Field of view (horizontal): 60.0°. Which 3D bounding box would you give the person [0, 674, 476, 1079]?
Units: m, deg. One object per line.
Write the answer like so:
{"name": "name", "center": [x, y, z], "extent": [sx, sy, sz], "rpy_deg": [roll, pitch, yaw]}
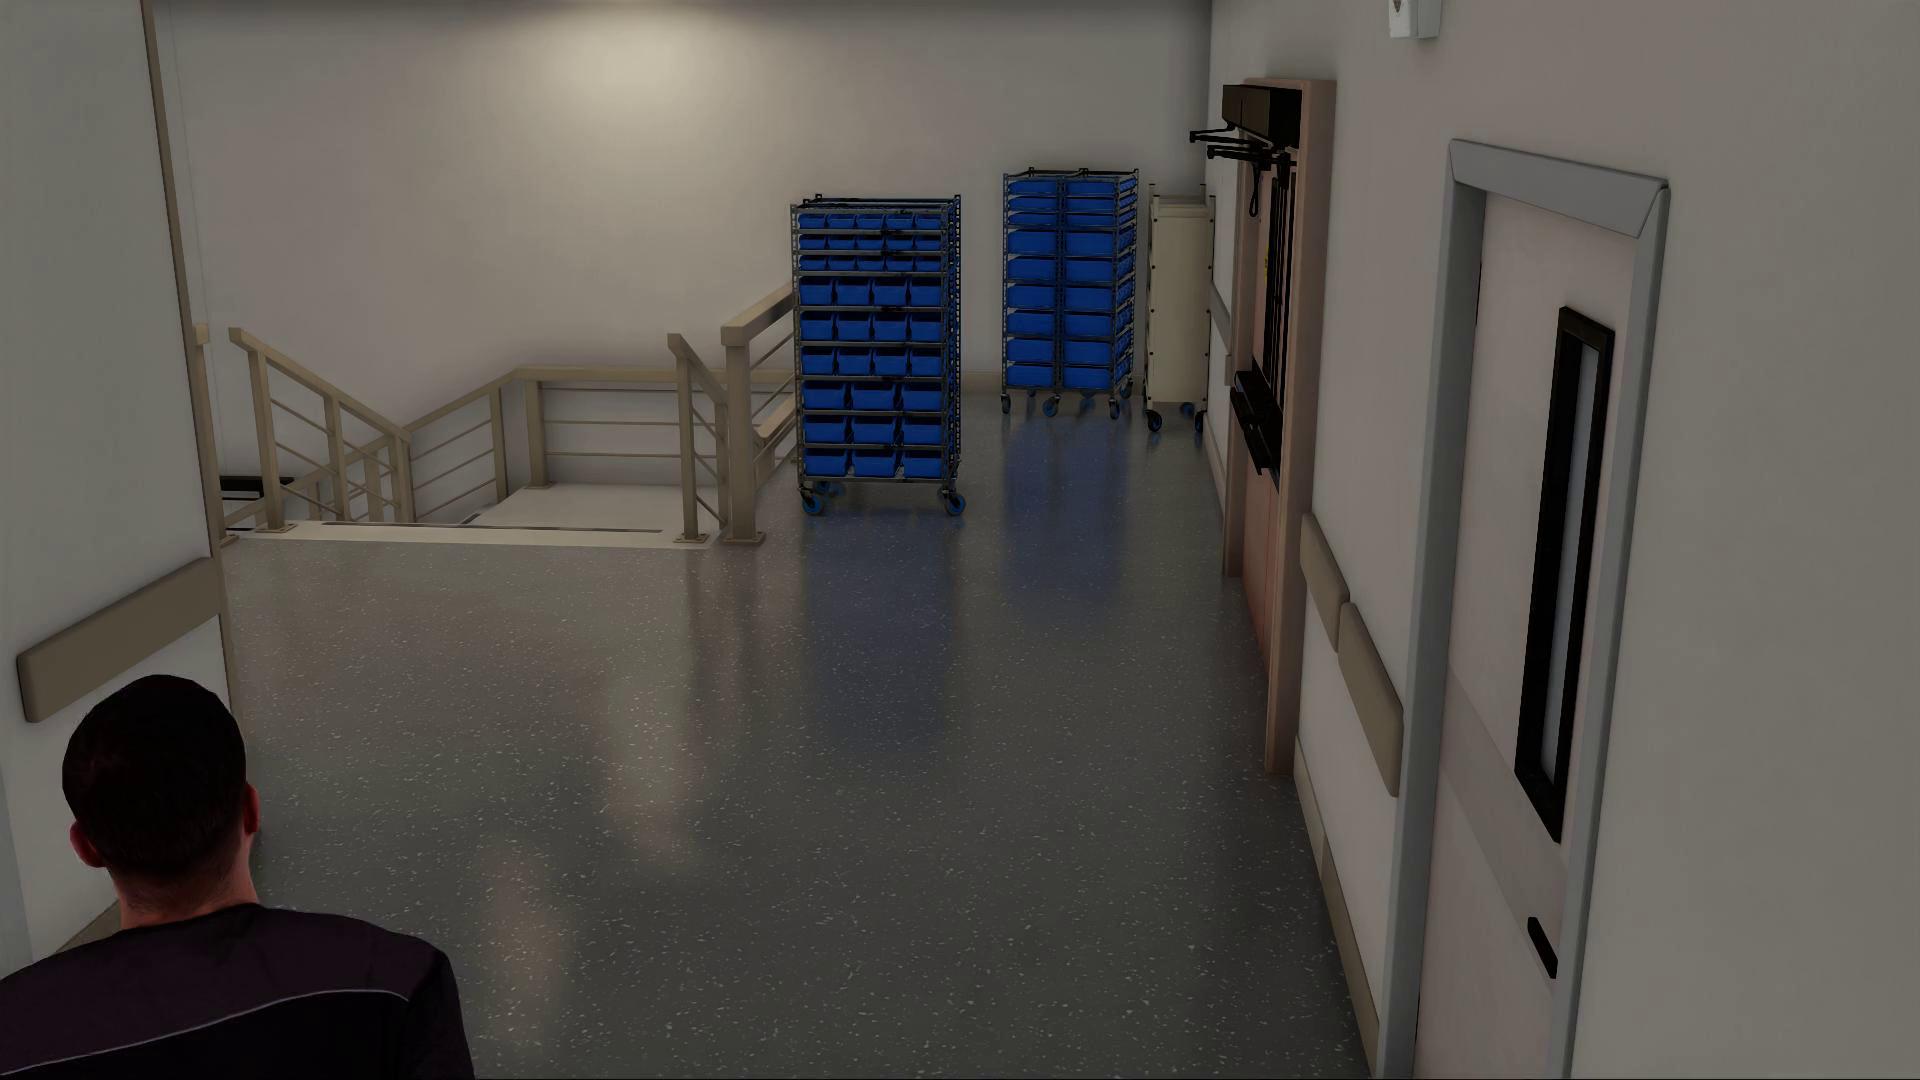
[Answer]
{"name": "person", "center": [-0.767, 1.062, 1.846], "extent": [0.793, 1.833, 0.734], "rpy_deg": [-2, 16, -9]}
